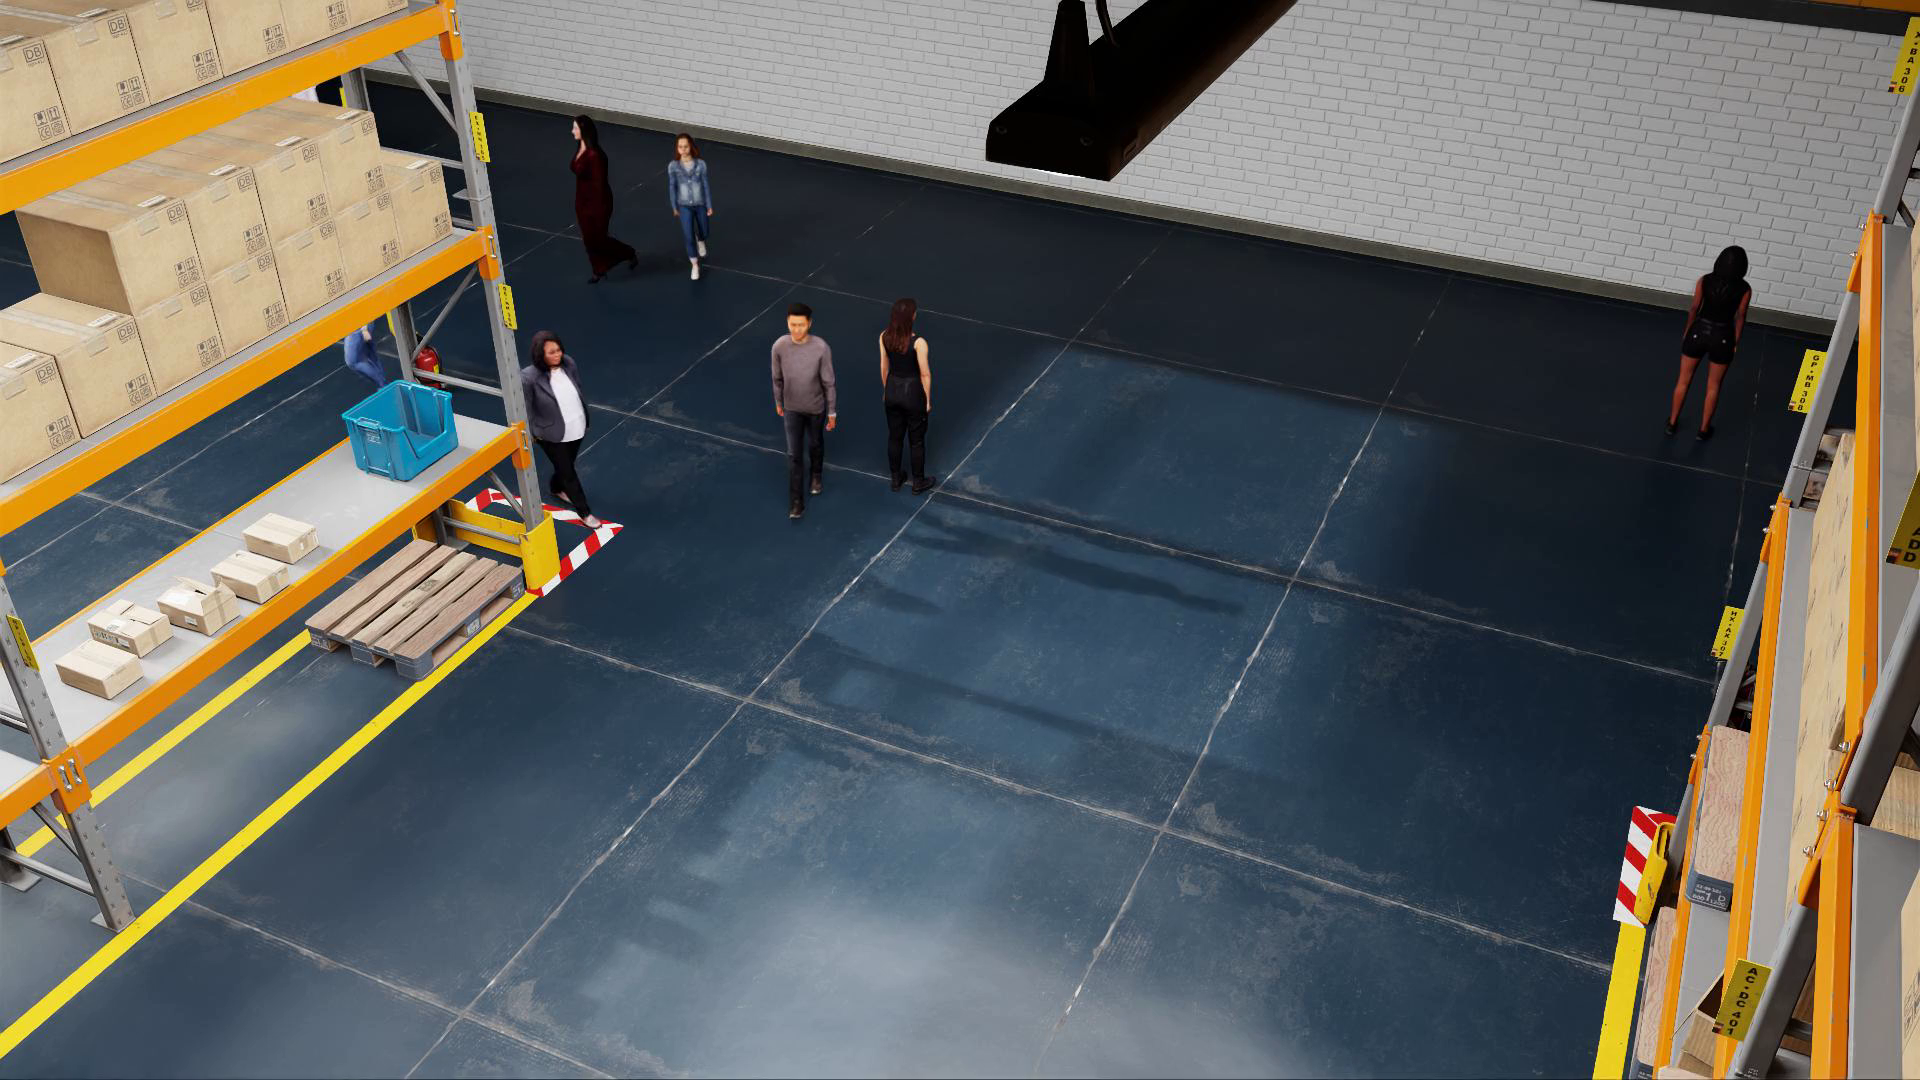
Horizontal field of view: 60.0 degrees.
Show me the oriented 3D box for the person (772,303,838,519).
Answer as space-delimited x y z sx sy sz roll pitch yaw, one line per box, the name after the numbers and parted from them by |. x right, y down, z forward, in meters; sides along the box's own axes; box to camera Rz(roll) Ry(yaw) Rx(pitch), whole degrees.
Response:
-1.194 -1.096 13.110 0.914 1.736 1.133 5 34 8 | person

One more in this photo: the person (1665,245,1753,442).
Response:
6.281 -1.656 13.948 0.601 1.741 0.529 17 37 24 | person

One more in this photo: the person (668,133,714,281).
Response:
-2.707 -3.418 16.847 0.821 1.467 0.924 -5 34 -8 | person

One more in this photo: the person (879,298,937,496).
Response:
-0.434 -1.139 13.218 0.576 1.688 0.550 15 37 22 | person

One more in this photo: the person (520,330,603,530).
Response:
-3.151 -0.896 12.966 0.850 1.563 0.969 22 39 29 | person

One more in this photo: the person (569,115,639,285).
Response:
-3.541 -3.362 16.517 0.940 1.739 0.867 -19 38 -27 | person
